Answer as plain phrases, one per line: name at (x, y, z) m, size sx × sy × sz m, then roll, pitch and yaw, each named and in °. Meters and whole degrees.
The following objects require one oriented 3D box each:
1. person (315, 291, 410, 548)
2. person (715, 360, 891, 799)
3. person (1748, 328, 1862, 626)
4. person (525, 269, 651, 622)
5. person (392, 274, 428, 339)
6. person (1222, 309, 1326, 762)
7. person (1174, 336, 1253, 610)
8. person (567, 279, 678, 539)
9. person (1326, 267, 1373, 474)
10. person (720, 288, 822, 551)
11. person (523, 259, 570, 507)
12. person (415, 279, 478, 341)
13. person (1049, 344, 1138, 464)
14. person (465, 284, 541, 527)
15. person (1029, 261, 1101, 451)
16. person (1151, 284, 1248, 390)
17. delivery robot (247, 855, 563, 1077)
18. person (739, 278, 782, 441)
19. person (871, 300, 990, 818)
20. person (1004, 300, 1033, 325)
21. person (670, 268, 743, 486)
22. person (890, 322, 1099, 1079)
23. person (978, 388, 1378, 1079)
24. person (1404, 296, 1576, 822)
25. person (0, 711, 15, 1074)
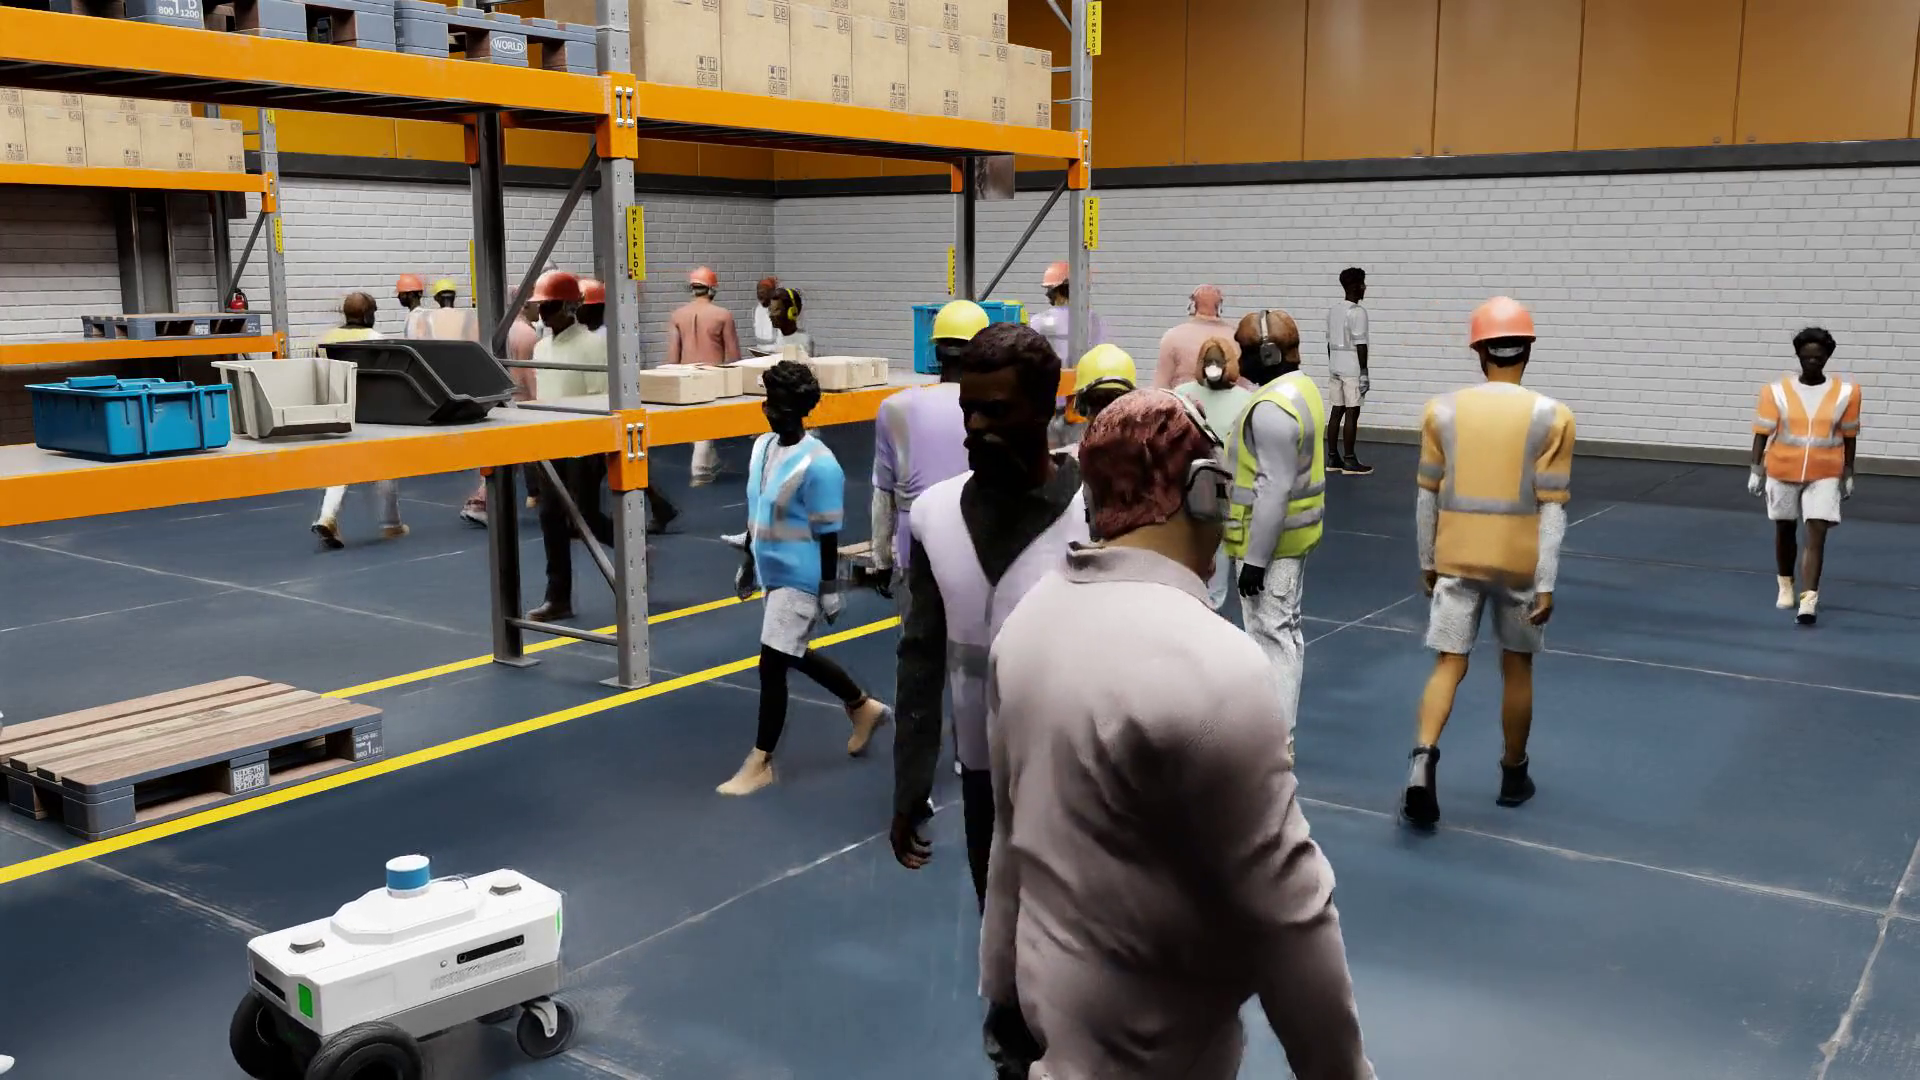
person at (-4.280, -0.857, 11.831) m, size 0.632 × 1.812 × 0.861 m, roll 2°, pitch 10°, yaw 12°
person at (-0.583, 0.131, 6.387) m, size 0.772 × 1.666 × 0.555 m, roll -6°, pitch 11°, yaw -31°
person at (4.752, -0.370, 9.388) m, size 0.549 × 1.641 × 0.884 m, roll 5°, pitch 11°, yaw 27°
person at (-2.143, -0.542, 9.446) m, size 0.612 × 1.977 × 0.726 m, roll 7°, pitch 12°, yaw 35°
person at (-5.459, -1.685, 16.529) m, size 0.954 × 1.887 × 0.558 m, roll -1°, pitch 10°, yaw -5°
person at (1.194, 0.026, 6.495) m, size 0.429 × 1.839 × 0.622 m, roll 3°, pitch 10°, yaw 19°
person at (1.418, -0.334, 9.271) m, size 0.513 × 1.614 × 0.604 m, roll 4°, pitch 10°, yaw 24°
person at (-2.539, -0.941, 12.089) m, size 0.943 × 1.905 × 0.556 m, roll -6°, pitch 11°, yaw -31°
person at (3.711, -1.609, 15.844) m, size 0.367 × 1.966 × 0.607 m, roll -3°, pitch 10°, yaw -20°
person at (-1.267, -0.800, 11.417) m, size 0.915 × 1.829 × 0.555 m, roll -5°, pitch 11°, yaw -25°
person at (-3.340, -1.262, 13.554) m, size 0.536 × 2.000 × 0.682 m, roll -8°, pitch 13°, yaw -40°
person at (-5.025, -1.624, 16.277) m, size 0.658 × 1.860 × 0.953 m, roll -3°, pitch 10°, yaw -16°
person at (0.458, 0.254, 5.372) m, size 0.523 × 1.763 × 0.335 m, roll -2°, pitch 10°, yaw -10°
person at (-3.326, -1.018, 12.650) m, size 0.993 × 1.861 × 0.660 m, roll -5°, pitch 11°, yaw -26°
person at (0.825, -1.069, 12.463) m, size 0.617 × 2.027 × 0.770 m, roll -5°, pitch 11°, yaw -28°
person at (1.604, -0.737, 10.952) m, size 0.697 × 1.873 × 0.769 m, roll -3°, pitch 10°, yaw -15°
delivery robot at (-1.346, 1.021, 4.095) m, size 0.707 × 0.478 × 0.477 m, roll -9°, pitch 13°, yaw -44°
person at (-2.142, -2.020, 18.703) m, size 0.592 × 1.818 × 1.008 m, roll 7°, pitch 12°, yaw 35°
person at (-0.056, 0.054, 6.187) m, size 0.602 × 1.889 × 0.929 m, roll 2°, pitch 10°, yaw 9°
person at (0.432, -0.860, 12.069) m, size 0.796 × 1.727 × 0.536 m, roll 2°, pitch 10°, yaw 12°
person at (-2.264, -1.502, 15.245) m, size 0.622 × 1.950 × 0.976 m, roll 4°, pitch 10°, yaw 23°
person at (0.108, 0.518, 3.372) m, size 0.594 × 1.896 × 0.575 m, roll 8°, pitch 12°, yaw 40°
person at (0.263, 0.700, 2.476) m, size 1.041 × 1.842 × 0.661 m, roll -2°, pitch 10°, yaw -14°
person at (1.891, 0.082, 5.987) m, size 0.552 × 1.912 × 0.781 m, roll 5°, pitch 11°, yaw 28°
person at (-2.396, 0.562, 3.886) m, size 0.311 × 1.638 × 0.522 m, roll -8°, pitch 12°, yaw -39°
